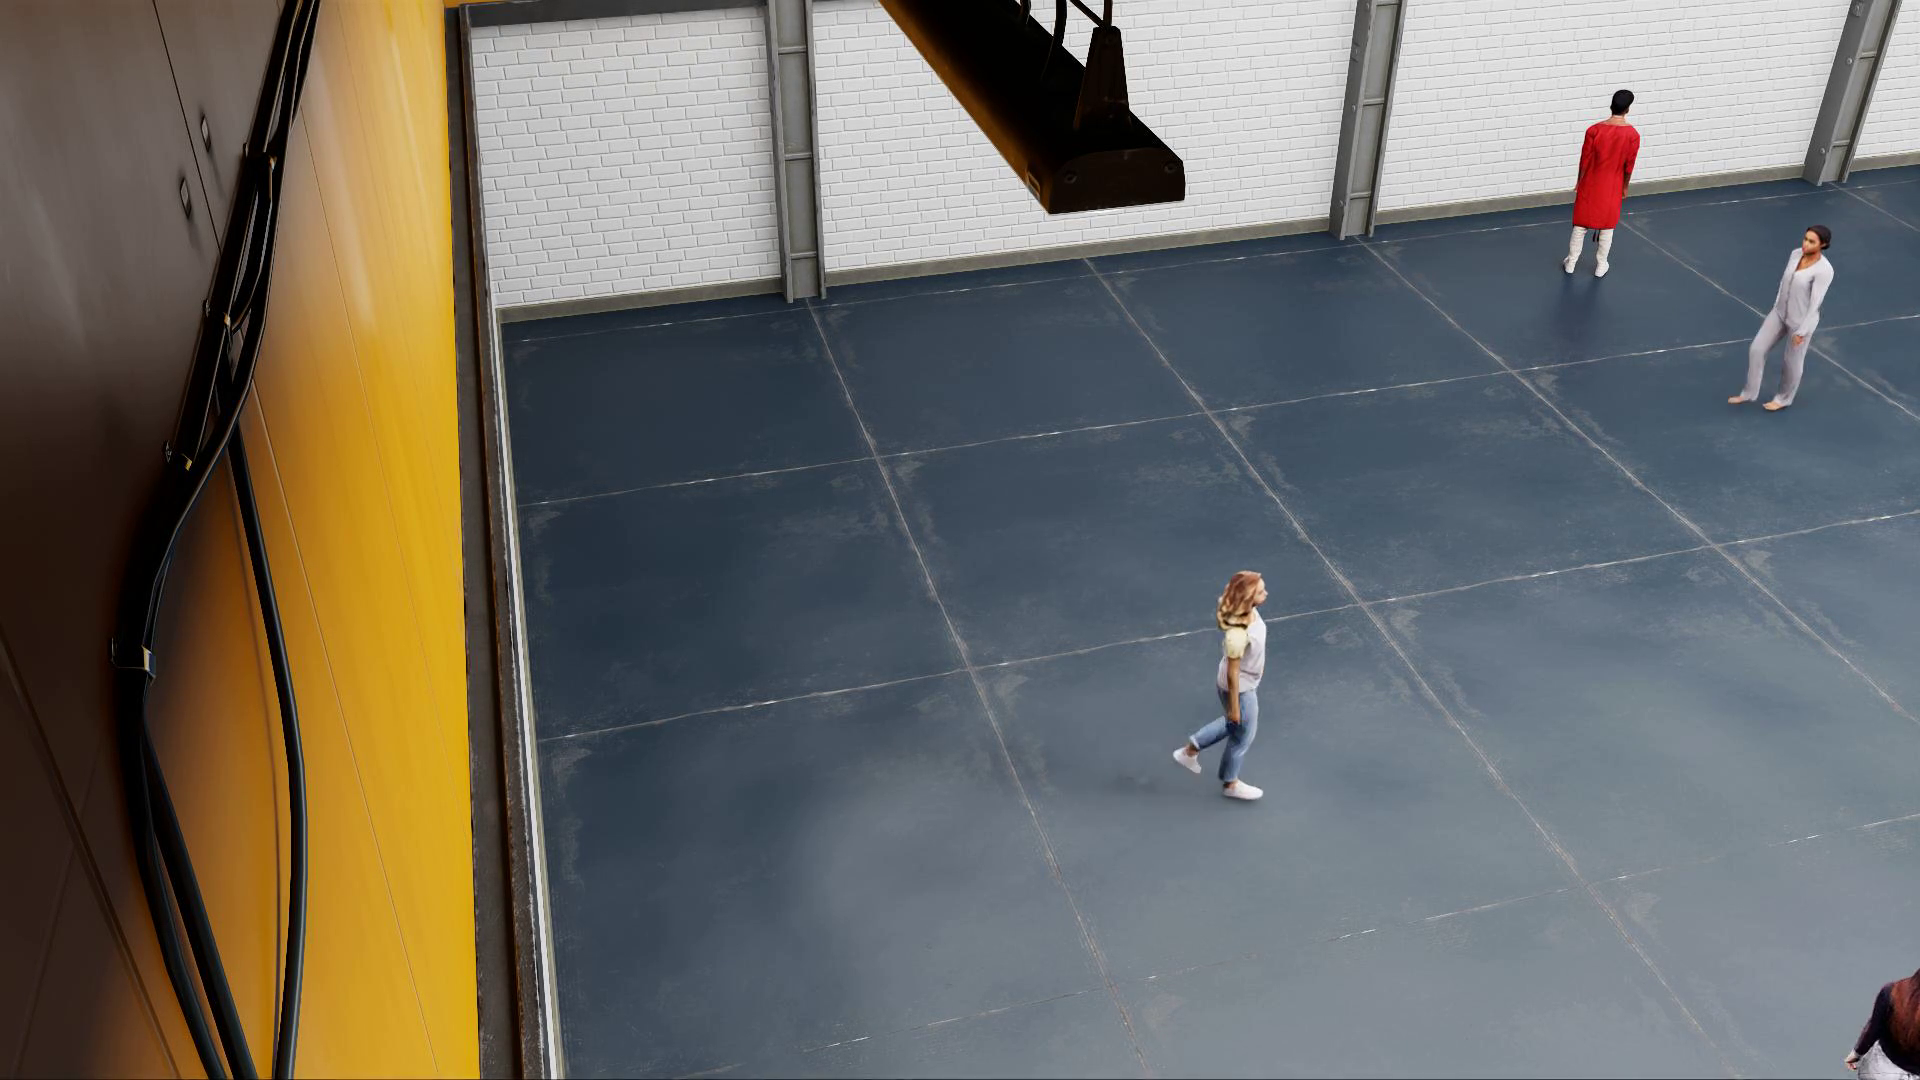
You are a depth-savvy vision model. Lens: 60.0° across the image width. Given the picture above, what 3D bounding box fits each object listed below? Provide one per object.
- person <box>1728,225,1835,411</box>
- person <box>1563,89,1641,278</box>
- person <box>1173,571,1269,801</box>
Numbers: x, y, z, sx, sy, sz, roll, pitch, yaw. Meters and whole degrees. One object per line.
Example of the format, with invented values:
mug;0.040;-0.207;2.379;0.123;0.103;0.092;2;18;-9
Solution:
person;7.252;-1.919;14.334;0.804;1.717;0.692;-12;36;-18
person;6.450;-3.577;16.681;0.748;1.881;0.841;12;36;18
person;1.602;0.887;10.117;0.926;1.713;0.814;5;34;7
